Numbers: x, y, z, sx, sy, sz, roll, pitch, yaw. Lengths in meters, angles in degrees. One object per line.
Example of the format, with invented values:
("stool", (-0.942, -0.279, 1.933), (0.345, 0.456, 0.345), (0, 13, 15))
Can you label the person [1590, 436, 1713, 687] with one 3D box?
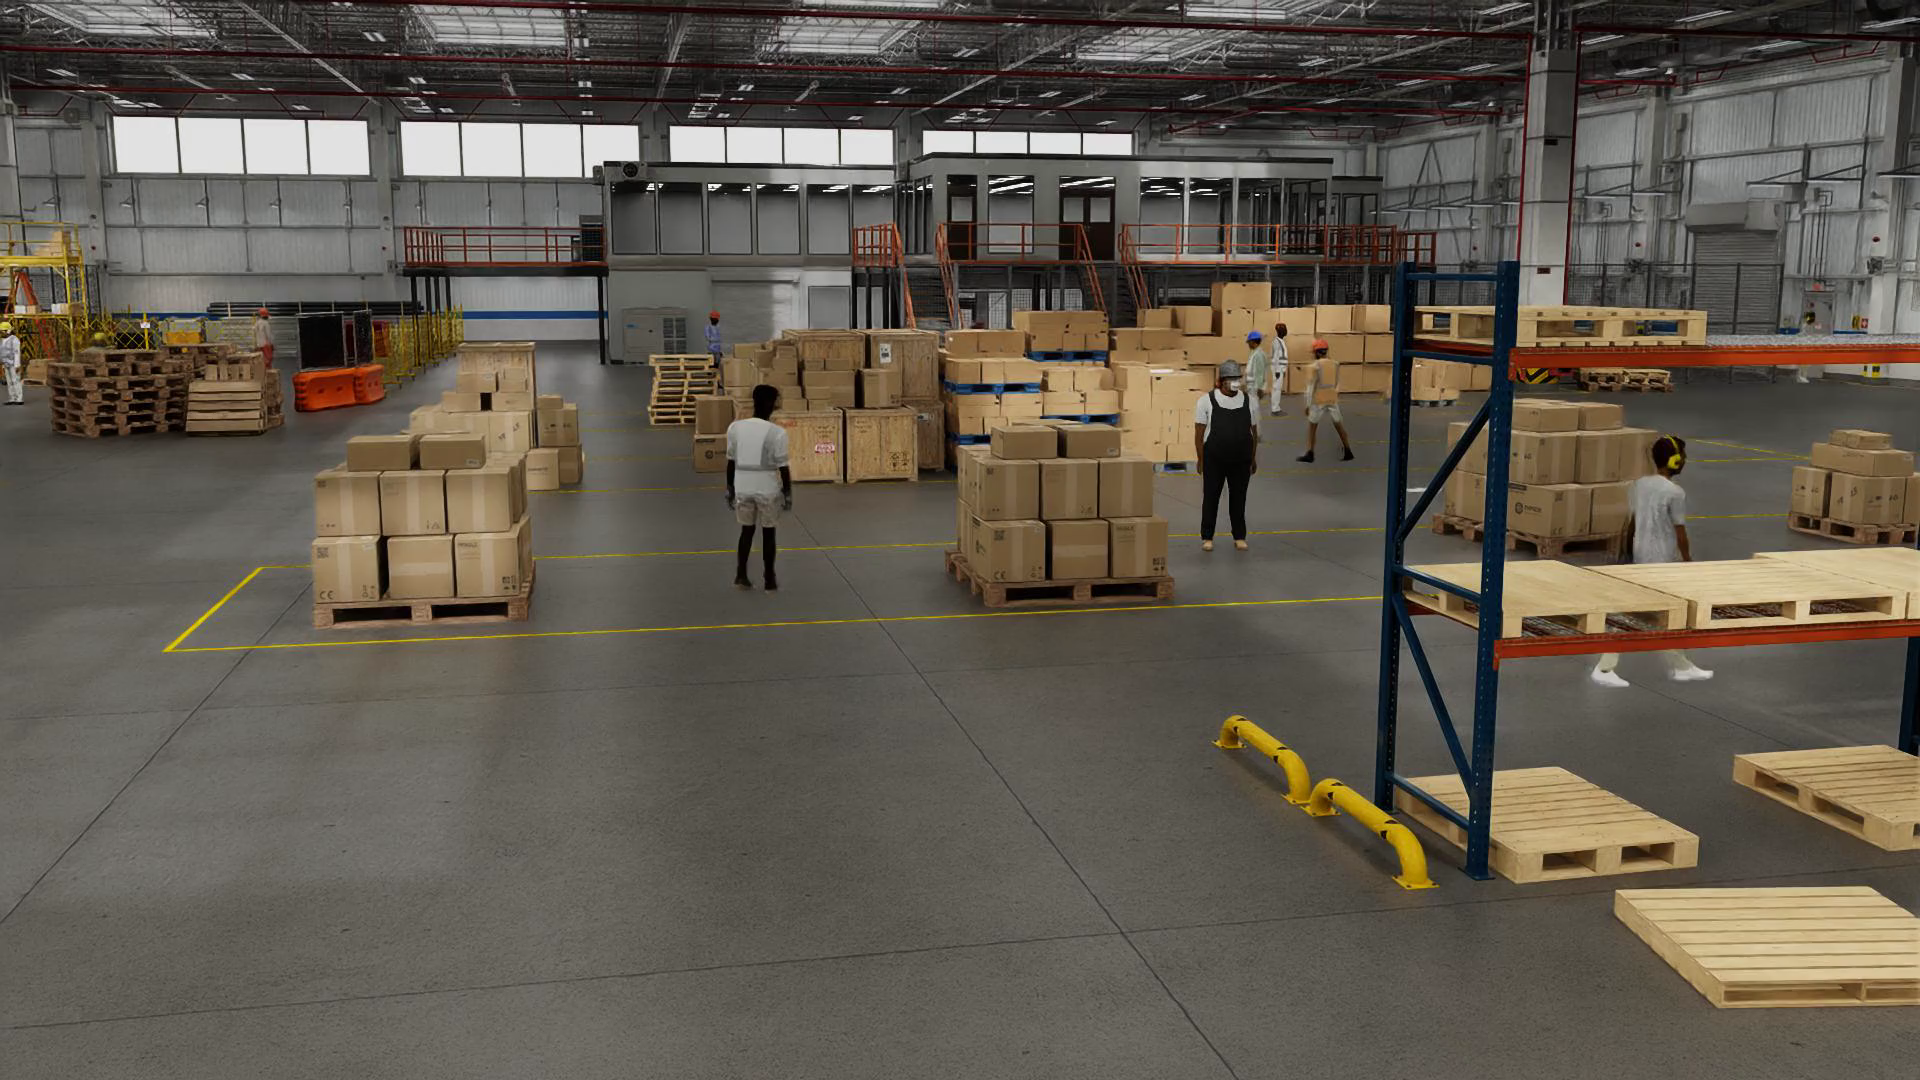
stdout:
("person", (4.990, 0.165, 11.879), (1.010, 1.820, 0.530), (-2, 9, -11))

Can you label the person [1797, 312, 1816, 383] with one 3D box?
("person", (22.040, -4.991, 43.163), (0.564, 1.852, 0.527), (-8, 12, -39))

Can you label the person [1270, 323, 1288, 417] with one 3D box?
("person", (6.462, -3.439, 33.615), (0.355, 1.884, 0.575), (3, 10, 20))

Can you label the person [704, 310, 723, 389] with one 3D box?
("person", (-6.056, -4.686, 41.044), (0.349, 1.942, 0.545), (5, 10, 26))

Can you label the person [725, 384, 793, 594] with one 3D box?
("person", (-1.832, -0.459, 15.252), (0.631, 1.948, 0.462), (4, 10, 21))

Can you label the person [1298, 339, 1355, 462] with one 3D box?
("person", (5.663, -2.130, 25.642), (0.767, 1.894, 0.566), (-3, 10, -19))

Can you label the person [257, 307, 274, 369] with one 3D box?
("person", (-18.335, -5.165, 43.896), (0.619, 1.957, 0.682), (-8, 12, -41))

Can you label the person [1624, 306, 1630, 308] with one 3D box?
("person", (20.269, -6.224, 50.806), (0.625, 1.824, 0.671), (-3, 10, -20))

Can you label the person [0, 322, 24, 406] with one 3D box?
("person", (-20.591, -3.808, 36.058), (0.599, 1.828, 0.403), (6, 11, 31))

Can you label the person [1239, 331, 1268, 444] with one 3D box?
("person", (5.005, -2.613, 28.484), (0.511, 1.915, 0.648), (0, 9, -2))

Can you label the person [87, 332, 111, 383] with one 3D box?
("person", (-17.069, -3.263, 32.999), (0.496, 1.727, 0.433), (1, 9, 7))

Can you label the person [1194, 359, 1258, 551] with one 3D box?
("person", (2.837, -0.889, 17.598), (0.689, 2.000, 0.539), (-1, 9, -5))

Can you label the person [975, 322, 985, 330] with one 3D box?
("person", (0.339, -3.723, 35.471), (0.891, 1.853, 0.587), (8, 12, 41))
